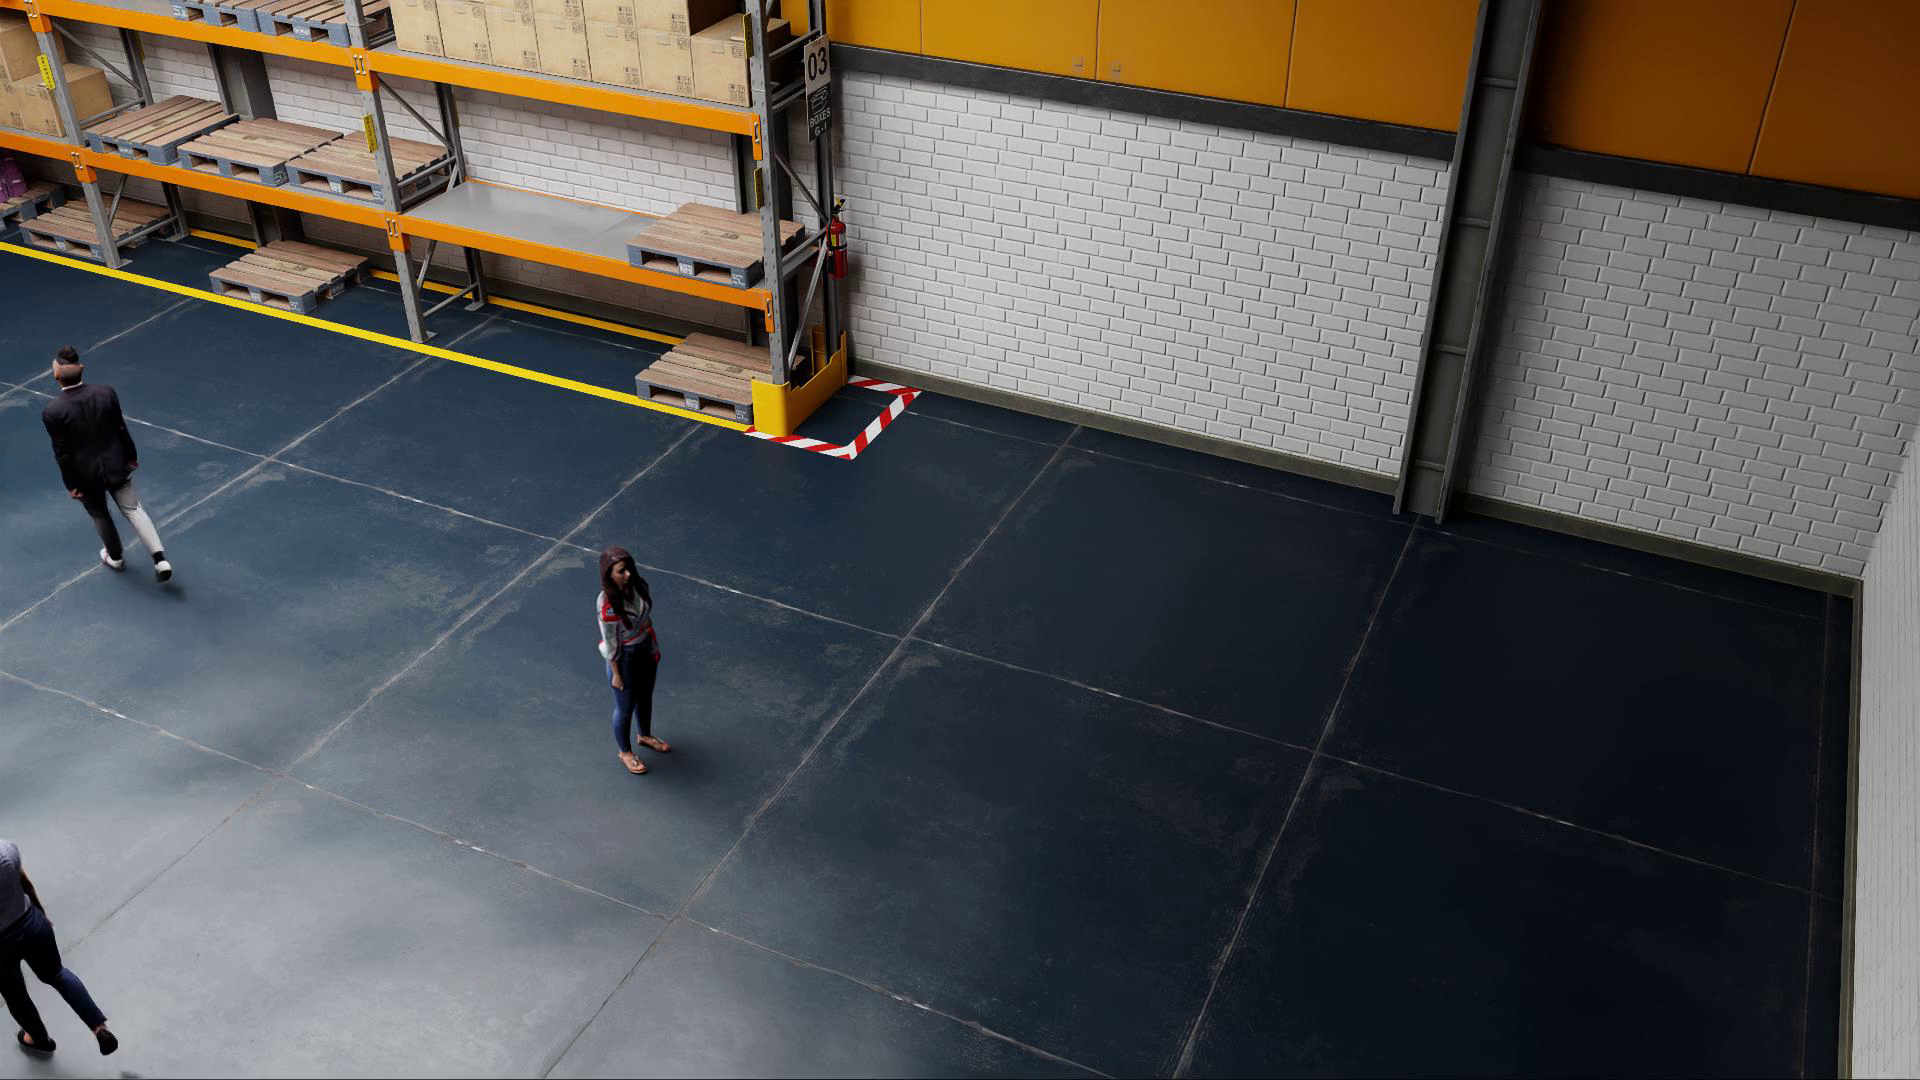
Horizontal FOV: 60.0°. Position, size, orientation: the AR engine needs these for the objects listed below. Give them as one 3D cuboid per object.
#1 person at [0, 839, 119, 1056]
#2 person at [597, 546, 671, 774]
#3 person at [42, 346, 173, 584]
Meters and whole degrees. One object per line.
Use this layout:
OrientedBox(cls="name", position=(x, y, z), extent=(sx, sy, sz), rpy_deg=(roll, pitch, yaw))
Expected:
OrientedBox(cls="person", position=(-4.723, 2.037, 8.400), extent=(0.926, 1.705, 0.631), rpy_deg=(17, 37, 24))
OrientedBox(cls="person", position=(-2.072, 0.727, 10.454), extent=(0.530, 1.612, 0.615), rpy_deg=(18, 38, 25))
OrientedBox(cls="person", position=(-6.162, -0.504, 12.025), extent=(1.251, 1.923, 0.949), rpy_deg=(28, 42, 35))
